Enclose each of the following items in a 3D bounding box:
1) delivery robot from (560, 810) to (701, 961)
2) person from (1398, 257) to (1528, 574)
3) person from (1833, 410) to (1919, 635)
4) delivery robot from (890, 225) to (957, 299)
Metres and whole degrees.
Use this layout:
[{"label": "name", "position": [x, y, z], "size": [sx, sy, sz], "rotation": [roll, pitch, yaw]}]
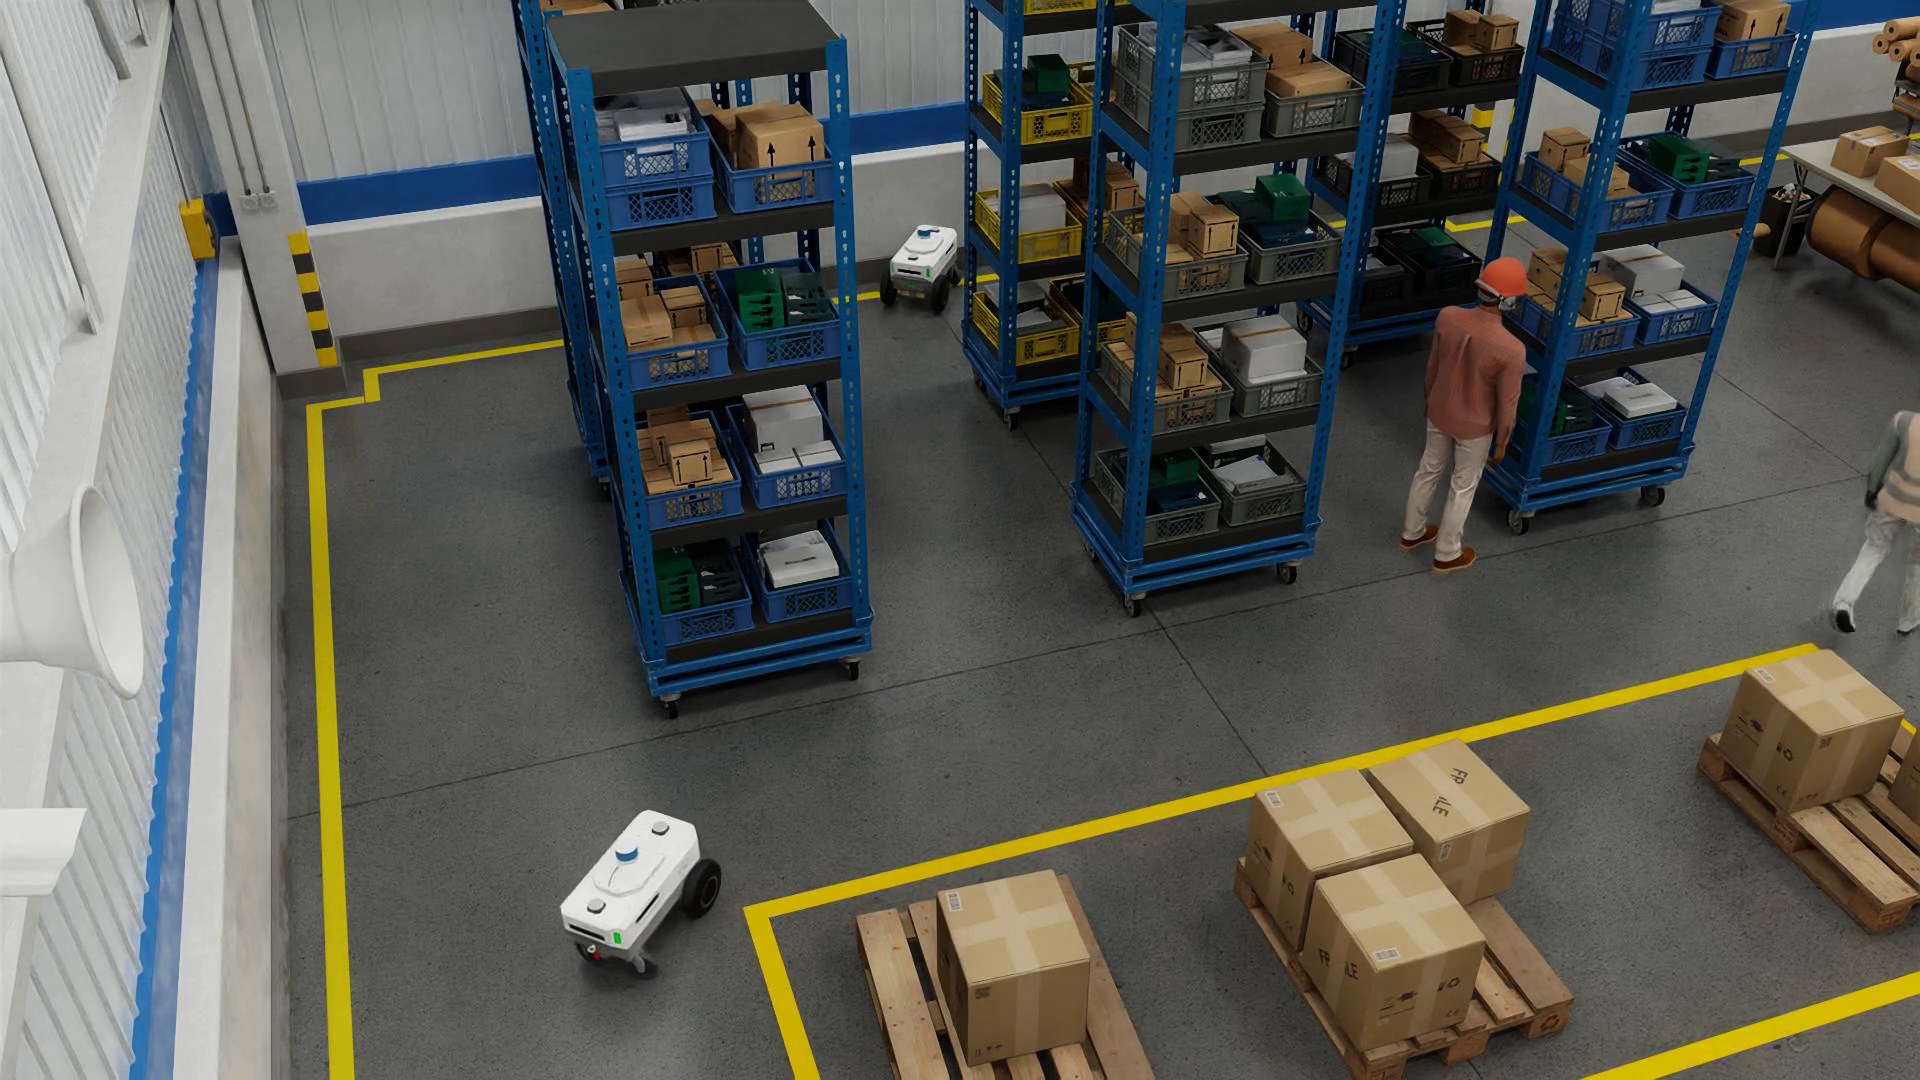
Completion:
[{"label": "delivery robot", "position": [-1.483, 1.550, 7.512], "size": [0.477, 0.478, 0.707], "rotation": [15, 38, 19]}, {"label": "person", "position": [2.922, -0.706, 9.564], "size": [0.413, 1.982, 0.621], "rotation": [-24, 42, -30]}, {"label": "person", "position": [5.204, -0.144, 9.082], "size": [0.598, 1.618, 0.594], "rotation": [-30, 45, -35]}, {"label": "delivery robot", "position": [-0.274, -2.186, 12.809], "size": [0.477, 0.478, 0.707], "rotation": [11, 37, 14]}]
